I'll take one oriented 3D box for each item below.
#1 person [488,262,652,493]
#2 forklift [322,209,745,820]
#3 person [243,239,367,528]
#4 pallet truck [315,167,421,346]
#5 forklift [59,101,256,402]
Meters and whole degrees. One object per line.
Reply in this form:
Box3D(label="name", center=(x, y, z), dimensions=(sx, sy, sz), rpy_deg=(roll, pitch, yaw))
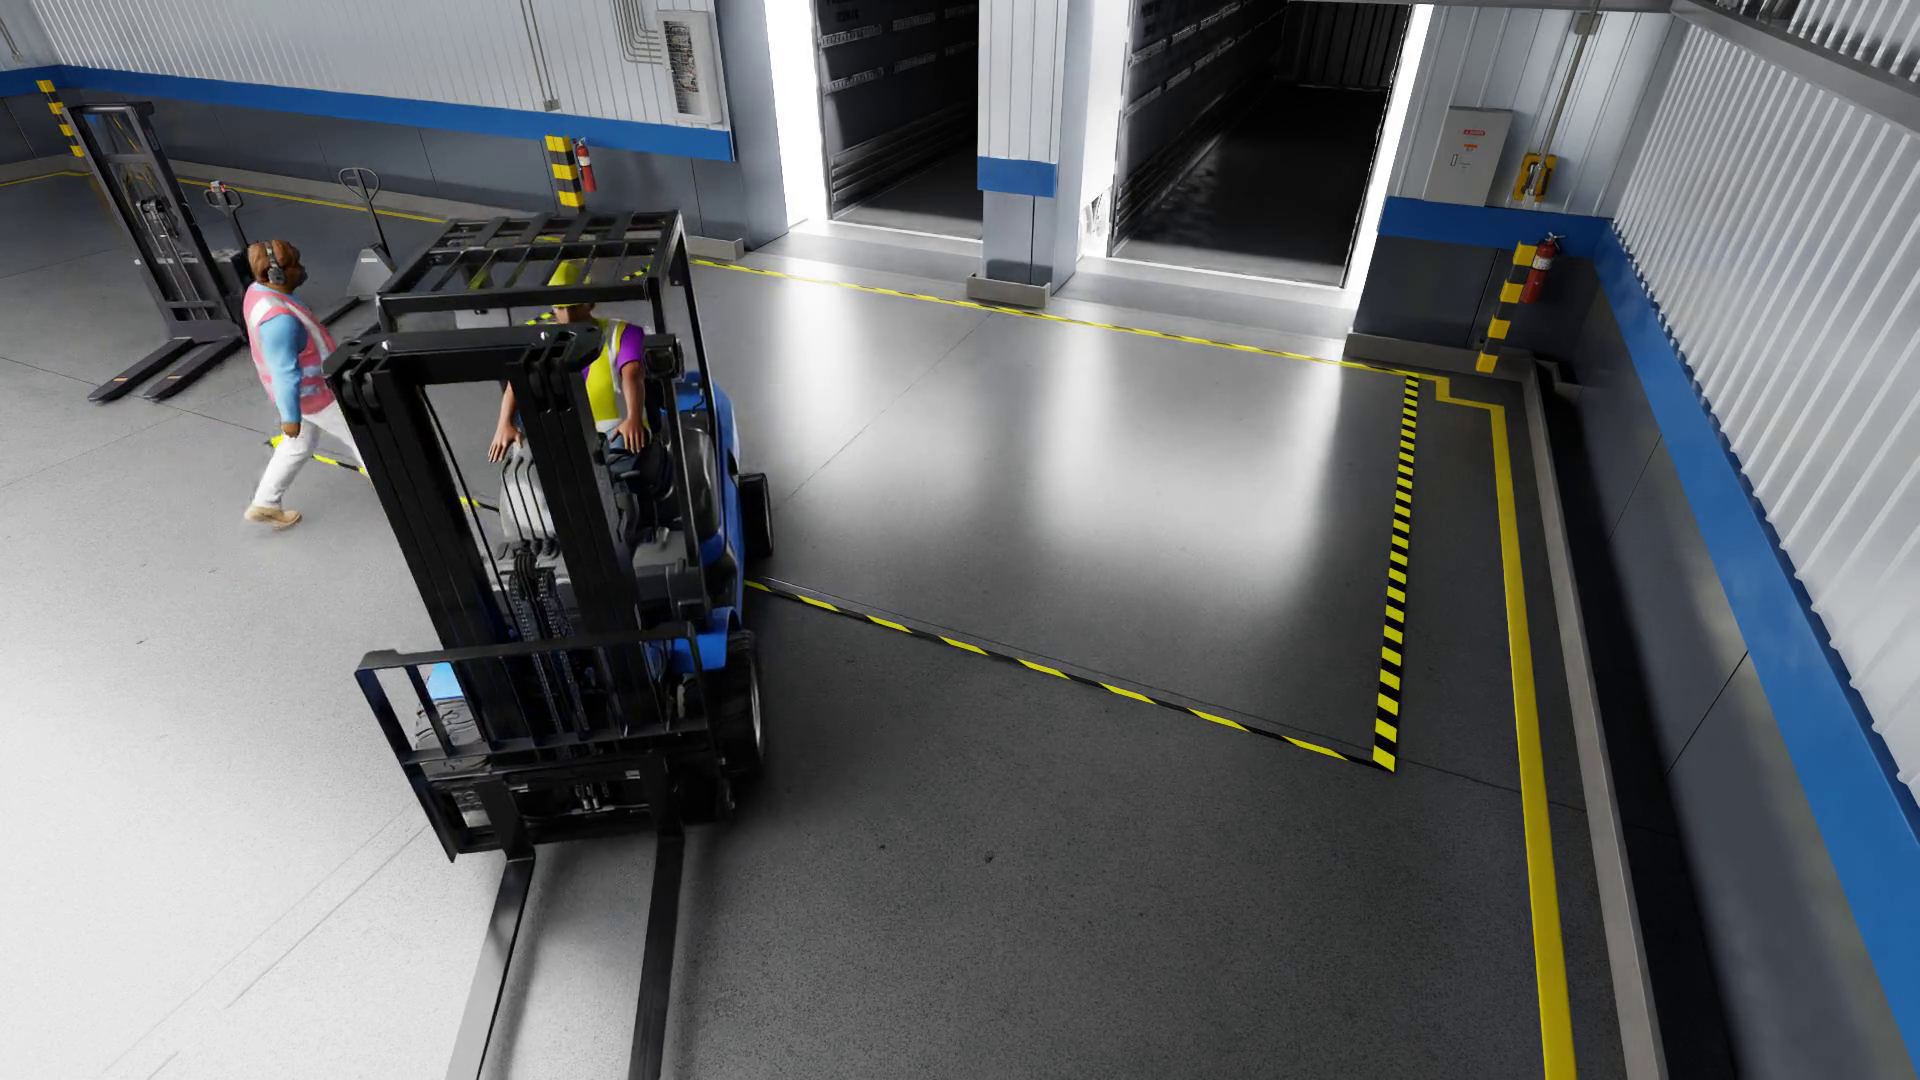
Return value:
Box3D(label="person", center=(-1.679, -0.463, 4.045), dimensions=(0.635, 1.293, 1.004), rpy_deg=(-5, 35, -7))
Box3D(label="forklift", center=(-1.681, -0.344, 4.202), dimensions=(1.157, 2.036, 2.680), rpy_deg=(-5, 35, -7))
Box3D(label="person", center=(-3.952, -0.865, 5.459), dimensions=(1.033, 1.781, 0.635), rpy_deg=(-27, 43, -33))
Box3D(label="pallet truck", center=(-5.732, -2.611, 8.414), dimensions=(0.680, 1.201, 1.601), rpy_deg=(-1, 35, -1))
Box3D(label="forklift", center=(-6.686, -2.387, 7.434), dimensions=(0.823, 1.965, 1.885), rpy_deg=(-3, 35, -5))
